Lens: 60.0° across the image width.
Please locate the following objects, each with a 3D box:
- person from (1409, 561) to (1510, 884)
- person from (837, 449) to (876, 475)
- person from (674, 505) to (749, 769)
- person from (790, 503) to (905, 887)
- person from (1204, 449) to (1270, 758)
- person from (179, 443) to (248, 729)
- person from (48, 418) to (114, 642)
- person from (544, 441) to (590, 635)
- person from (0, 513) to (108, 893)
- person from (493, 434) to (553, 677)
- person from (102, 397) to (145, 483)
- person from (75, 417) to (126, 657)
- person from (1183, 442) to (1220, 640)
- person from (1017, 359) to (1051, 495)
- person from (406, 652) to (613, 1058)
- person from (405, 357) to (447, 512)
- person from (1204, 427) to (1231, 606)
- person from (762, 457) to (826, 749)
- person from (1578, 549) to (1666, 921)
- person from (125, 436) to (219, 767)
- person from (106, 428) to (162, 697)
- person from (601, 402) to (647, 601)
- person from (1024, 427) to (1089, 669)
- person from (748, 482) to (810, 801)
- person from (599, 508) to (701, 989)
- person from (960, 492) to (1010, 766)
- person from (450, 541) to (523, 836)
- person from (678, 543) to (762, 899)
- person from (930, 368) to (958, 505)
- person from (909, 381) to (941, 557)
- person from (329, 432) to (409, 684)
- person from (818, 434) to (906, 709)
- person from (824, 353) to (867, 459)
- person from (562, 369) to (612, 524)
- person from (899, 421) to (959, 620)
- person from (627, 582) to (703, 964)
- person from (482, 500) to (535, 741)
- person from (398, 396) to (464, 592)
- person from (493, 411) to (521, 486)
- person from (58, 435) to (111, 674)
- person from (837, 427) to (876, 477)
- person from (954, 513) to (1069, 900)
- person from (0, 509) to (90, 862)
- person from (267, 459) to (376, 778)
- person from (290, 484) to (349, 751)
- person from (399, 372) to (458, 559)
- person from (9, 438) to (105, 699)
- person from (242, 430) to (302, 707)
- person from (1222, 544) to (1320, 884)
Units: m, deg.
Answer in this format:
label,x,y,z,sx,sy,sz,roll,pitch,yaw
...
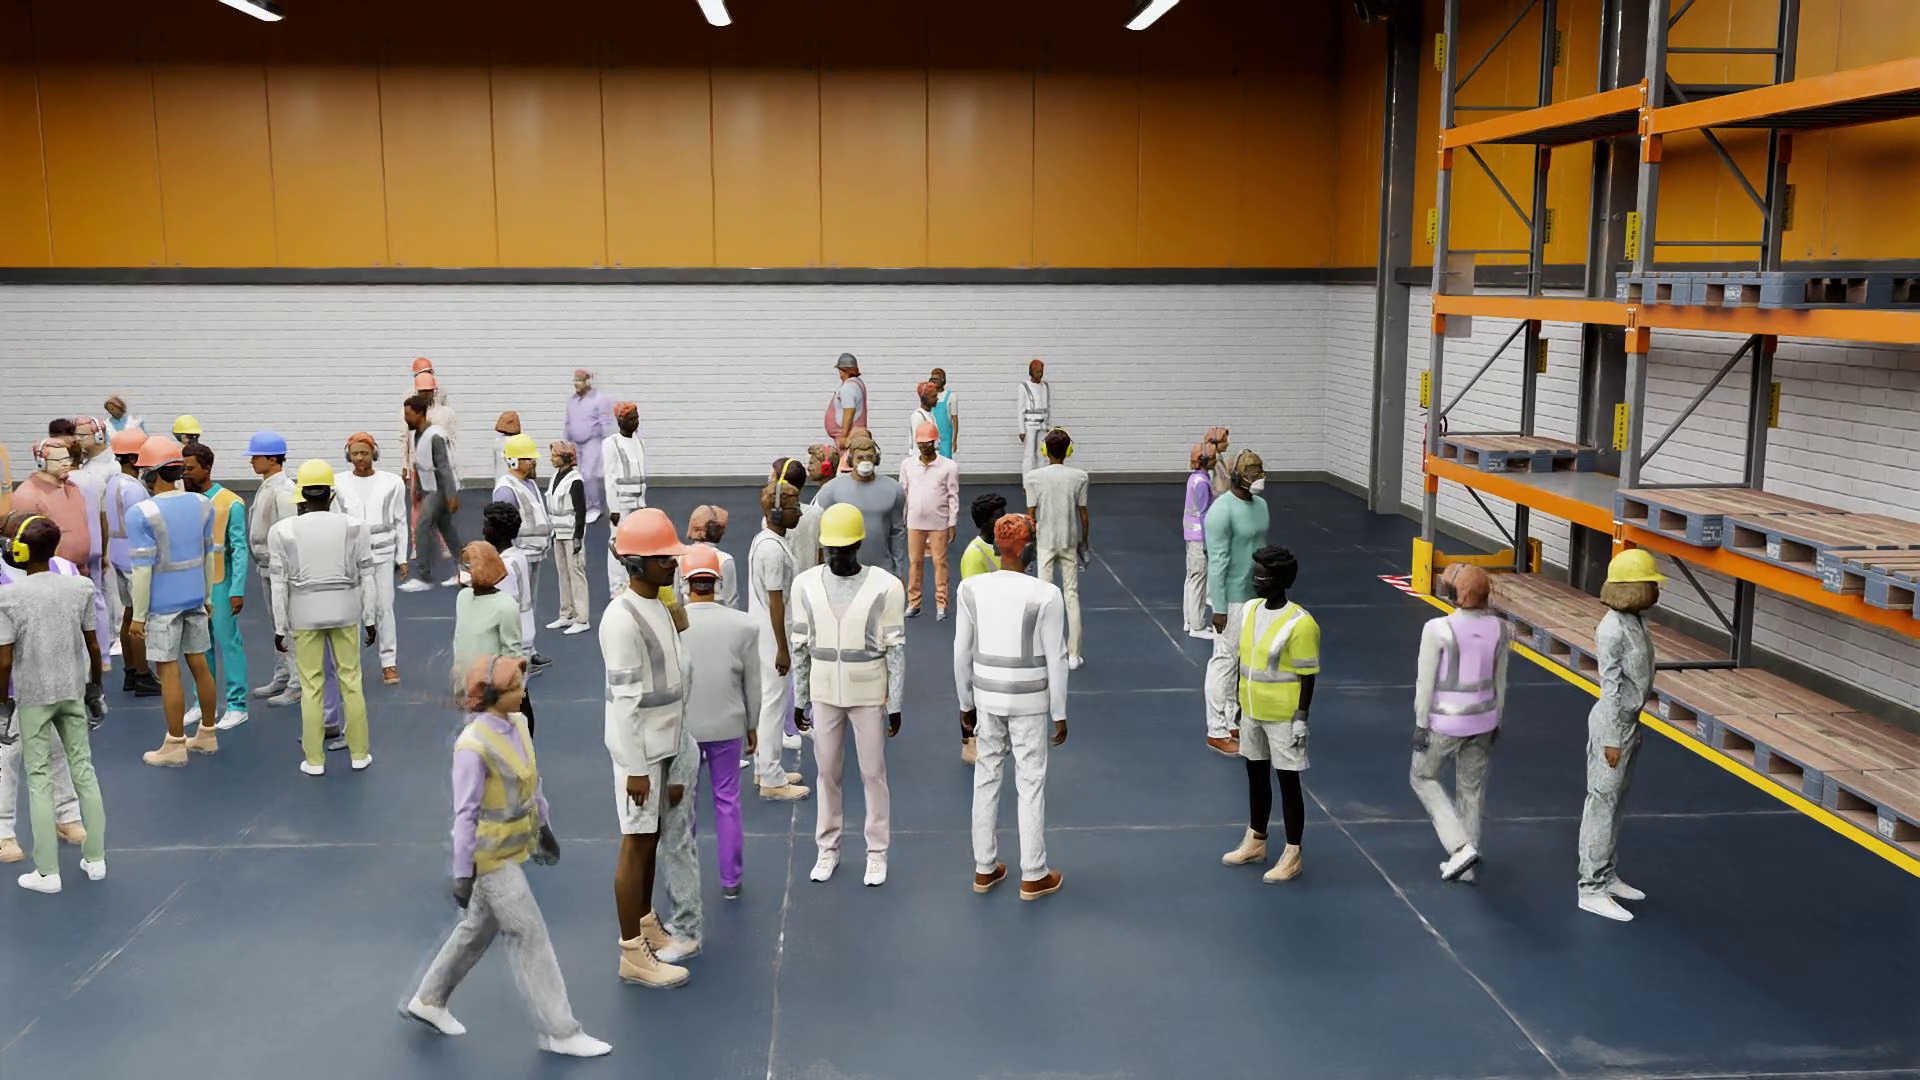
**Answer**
label,x,y,z,sx,sy,sz,roll,pitch,yaw
person,2.468,0.913,8.216,0.538,1.624,0.390,-3,10,-20
person,-0.757,0.193,12.338,0.336,1.753,0.564,0,9,-2
person,-1.535,0.598,10.156,0.522,1.639,0.305,7,11,38
person,-0.561,0.763,8.253,0.586,1.920,0.397,2,9,13
person,1.770,0.388,10.541,0.356,1.938,0.638,7,11,36
person,-5.030,0.302,11.148,0.591,1.919,0.390,3,9,18
person,-7.146,-0.033,13.361,0.597,1.881,0.713,2,9,12
person,-3.322,-0.026,14.075,0.306,1.639,0.523,-7,12,-38
person,-4.486,0.795,8.192,0.321,1.874,0.532,7,12,38
person,-3.307,0.108,12.630,0.404,1.830,0.603,0,9,2
person,-9.962,-0.921,19.865,0.570,1.577,0.866,-3,9,-15
person,-6.867,-0.028,13.252,0.639,1.910,0.406,4,10,24
person,2.014,0.003,13.892,0.308,1.641,0.511,0,9,-1
person,1.035,-1.540,22.852,0.585,1.879,0.367,-8,12,-41
person,-1.810,1.210,6.453,0.860,1.595,0.518,1,9,4
person,-6.718,-1.298,20.954,0.376,1.995,0.612,6,11,32
person,2.331,-0.222,15.300,0.311,1.642,0.513,3,9,17
person,-1.072,0.401,10.662,0.518,1.877,0.329,-9,13,-44
person,3.147,0.905,7.898,0.290,1.746,0.484,6,11,33
person,-4.873,0.379,10.271,0.375,2.044,0.607,4,10,21
person,-5.910,0.159,11.982,0.358,1.938,0.548,-8,12,-41
person,-3.027,-0.315,15.130,0.356,1.883,0.573,3,10,20
person,0.735,0.067,12.773,0.513,1.871,0.329,0,9,-2
person,-1.061,0.579,9.636,0.327,1.843,0.516,-2,9,-12
person,-1.322,0.877,7.142,0.377,2.045,0.605,0,9,2
person,0.164,0.546,10.308,0.317,1.695,0.540,3,9,17
person,-2.520,0.809,8.851,0.497,1.634,0.278,7,11,36
person,-1.242,0.884,8.053,0.573,1.741,0.355,-3,9,-18
person,-0.273,-1.287,21.348,0.517,1.844,0.329,4,10,24
person,-0.379,-0.771,17.990,0.337,1.882,0.585,2,9,12
person,-4.367,0.141,12.270,0.575,1.882,0.359,-3,10,-18
person,-0.668,0.231,11.528,0.629,1.939,0.371,-3,10,-18
person,-1.471,-1.386,21.363,0.539,2.000,0.689,2,9,11
person,-4.586,-1.132,20.228,0.681,1.887,0.546,6,11,32
person,-0.287,-0.168,14.613,0.563,1.752,0.329,2,9,14
person,-1.325,0.998,7.377,0.331,1.730,0.490,-5,10,-26
person,-2.696,0.609,9.909,0.315,1.695,0.541,-1,9,-8
person,-5.120,-0.443,15.979,0.902,1.863,0.606,-6,11,-33
person,-4.641,-0.518,17.183,0.285,1.634,0.499,-8,12,-41
person,-6.629,0.131,12.496,0.358,1.835,0.516,3,10,20
person,-0.948,-0.243,15.501,0.278,1.628,0.503,7,12,39
person,0.254,0.804,8.097,0.584,1.882,0.337,5,10,26
person,-4.845,0.743,8.677,0.431,1.836,0.624,8,12,40
person,-3.851,0.469,10.073,0.593,1.922,0.381,-5,10,-26
person,-4.063,0.463,10.613,0.528,1.767,0.329,7,11,38
person,-5.668,-0.790,17.760,0.609,1.995,0.378,-3,9,-17
person,-6.252,0.240,11.571,0.401,1.906,0.651,1,9,5
person,-4.807,0.193,11.734,0.385,1.948,0.602,-7,11,-36
person,1.558,0.859,8.332,0.315,1.698,0.541,-6,11,-31
